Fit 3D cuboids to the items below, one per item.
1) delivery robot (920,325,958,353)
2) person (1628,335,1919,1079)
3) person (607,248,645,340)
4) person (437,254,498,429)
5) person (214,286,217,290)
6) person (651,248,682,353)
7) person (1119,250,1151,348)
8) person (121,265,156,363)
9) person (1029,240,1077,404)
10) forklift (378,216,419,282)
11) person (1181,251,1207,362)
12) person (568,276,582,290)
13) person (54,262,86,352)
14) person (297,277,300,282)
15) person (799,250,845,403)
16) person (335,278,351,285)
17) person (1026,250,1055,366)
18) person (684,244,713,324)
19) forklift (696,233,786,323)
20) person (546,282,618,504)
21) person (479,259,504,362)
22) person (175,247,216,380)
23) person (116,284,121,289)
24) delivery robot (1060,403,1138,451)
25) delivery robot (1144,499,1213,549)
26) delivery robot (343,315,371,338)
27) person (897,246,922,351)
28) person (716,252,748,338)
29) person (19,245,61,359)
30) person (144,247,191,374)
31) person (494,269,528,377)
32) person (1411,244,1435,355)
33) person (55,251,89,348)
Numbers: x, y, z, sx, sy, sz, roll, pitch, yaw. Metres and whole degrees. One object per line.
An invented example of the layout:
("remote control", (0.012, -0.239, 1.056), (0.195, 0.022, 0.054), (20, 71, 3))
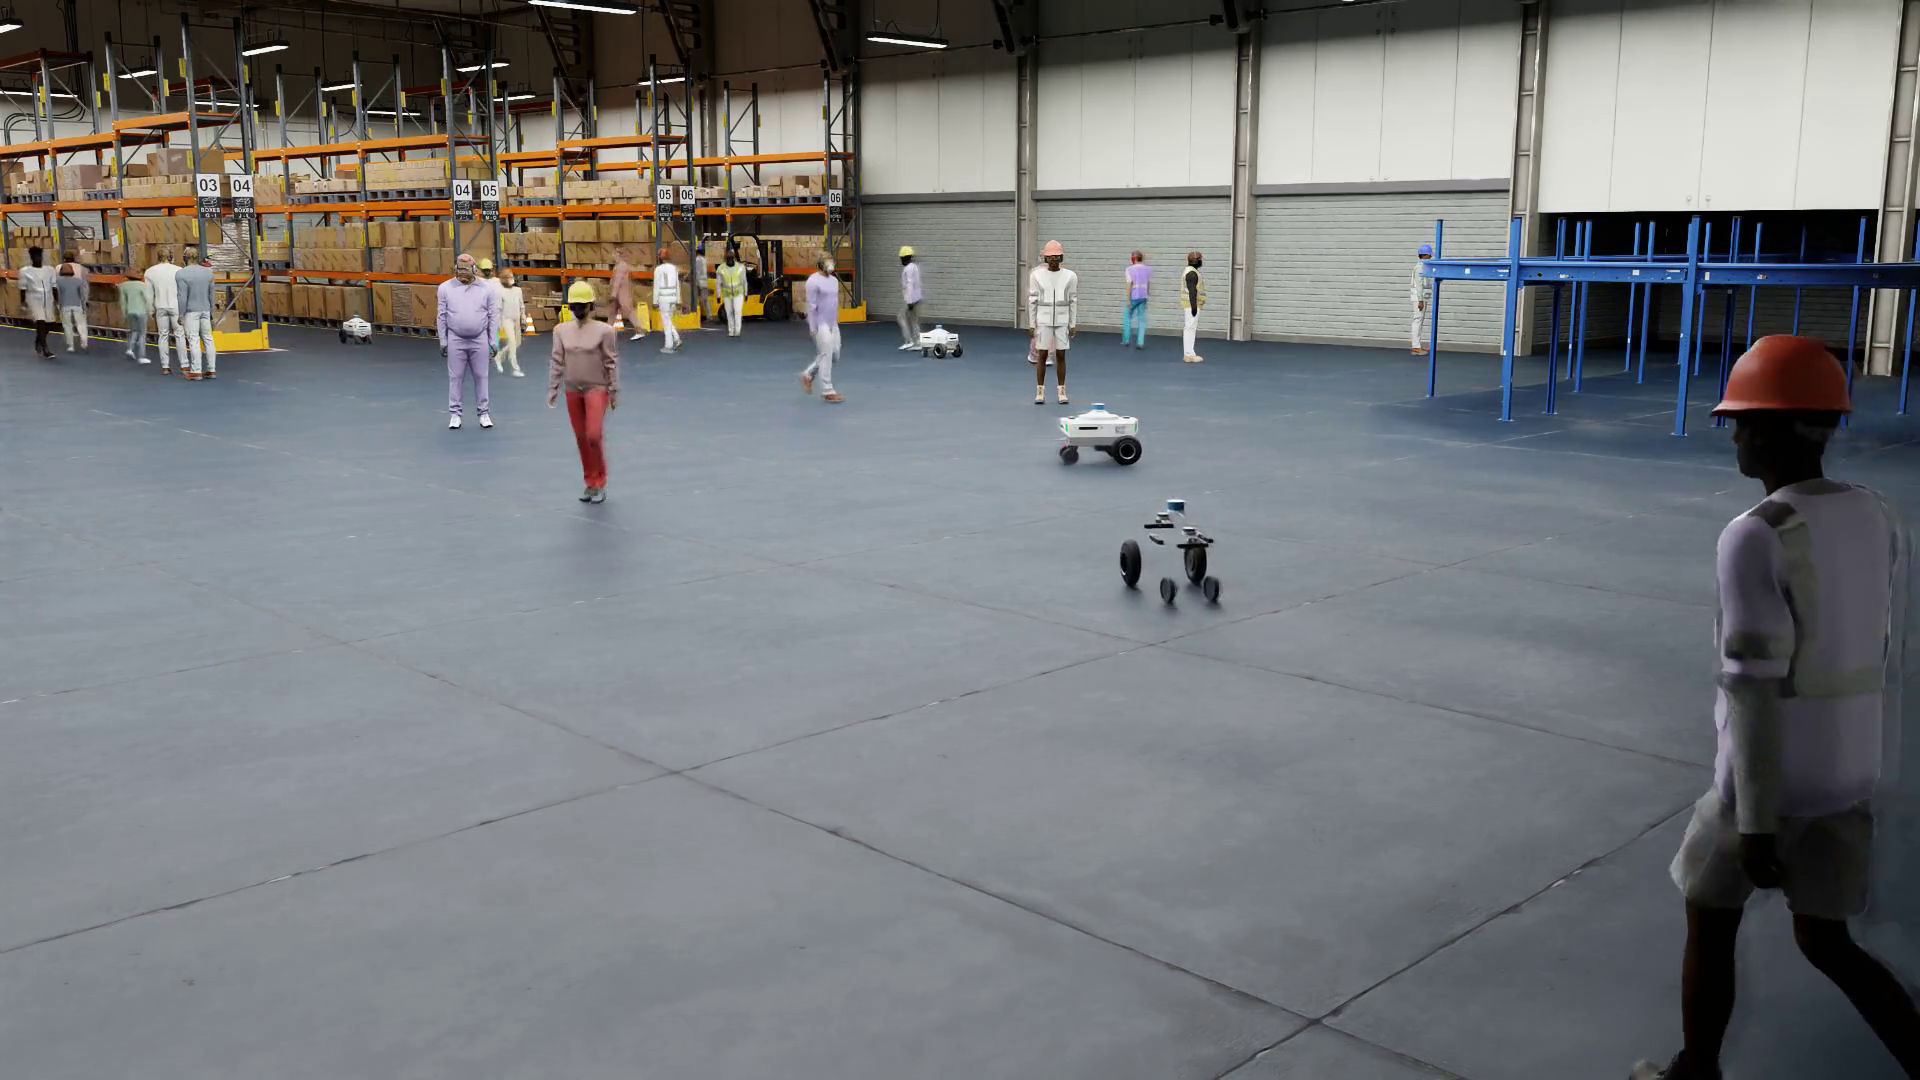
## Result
("delivery robot", (-0.375, -3.507, 29.066), (0.707, 0.478, 0.477), (9, 14, 42))
("person", (1.891, 0.515, 3.610), (0.556, 1.906, 0.835), (-5, 12, -26))
("person", (-6.878, -4.975, 33.658), (0.993, 1.863, 0.637), (-3, 11, -15))
("person", (-5.422, -2.186, 18.335), (0.639, 1.902, 0.407), (-4, 11, -19))
("person", (-20.972, -7.339, 46.448), (0.648, 1.898, 0.604), (-4, 11, -21))
("person", (-5.316, -4.310, 29.992), (0.409, 1.870, 0.575), (5, 12, 26))
("person", (3.288, -4.541, 31.368), (0.585, 1.818, 0.753), (-5, 12, -25))
("person", (-13.605, -3.741, 27.574), (0.508, 1.620, 0.348), (3, 11, 14))
("person", (1.174, -2.742, 20.971), (0.613, 2.043, 0.374), (0, 10, -2))
("forklift", (-17.868, -9.201, 54.028), (1.873, 2.768, 1.129), (-10, 14, -44))
("person", (3.933, -3.931, 28.011), (0.429, 1.841, 0.633), (1, 10, 3))
("person", (-10.569, -7.082, 45.488), (0.483, 1.737, 0.320), (3, 11, 18))
("person", (-16.203, -4.241, 30.305), (0.513, 1.622, 0.405), (-9, 14, -41))
("person", (-19.708, -7.877, 49.263), (0.354, 1.939, 0.545), (-2, 11, -13))
("person", (-1.783, -2.728, 21.237), (0.692, 1.921, 0.634), (6, 12, 30))
("person", (-16.528, -6.959, 44.538), (0.850, 1.839, 0.533), (5, 11, 23))
("person", (1.379, -3.801, 27.235), (0.661, 1.861, 0.853), (-2, 11, -8))
("person", (-6.329, -6.113, 39.766), (0.951, 1.887, 0.597), (3, 11, 13))
("forklift", (-5.496, -6.489, 41.108), (2.313, 2.155, 1.214), (-10, 14, -44))
("person", (-2.995, -1.157, 13.157), (0.524, 1.747, 0.602), (3, 11, 14))
("person", (-7.975, -3.891, 28.135), (0.530, 1.720, 0.949), (-3, 11, -15))
("person", (-11.256, -3.338, 24.505), (0.359, 1.938, 0.635), (5, 12, 26))
("person", (-20.477, -6.297, 40.809), (0.372, 1.881, 0.580), (6, 12, 28))
("delivery robot", (1.303, -1.040, 15.616), (0.707, 0.478, 0.477), (-1, 10, -4))
("delivery robot", (1.285, -0.125, 9.915), (0.335, 0.223, 0.698), (-2, 10, -10))
("delivery robot", (-11.914, -4.200, 32.848), (0.477, 0.478, 0.707), (-8, 13, -38))
("person", (-0.952, -4.418, 30.490), (0.566, 1.909, 0.600), (3, 11, 13))
("person", (-4.753, -5.110, 34.659), (0.649, 1.774, 0.927), (-1, 10, -3))
("person", (-15.968, -4.130, 28.824), (0.788, 1.945, 0.618), (8, 13, 36))
("person", (-12.100, -3.510, 25.459), (0.627, 1.935, 0.371), (-2, 11, -8))
("person", (-6.836, -3.288, 25.119), (0.663, 1.616, 0.497), (7, 12, 32))
("person", (8.226, -4.284, 29.639), (0.391, 1.948, 0.605), (4, 11, 19))
("person", (-16.786, -4.535, 31.392), (0.867, 1.805, 0.645), (9, 14, 41))
